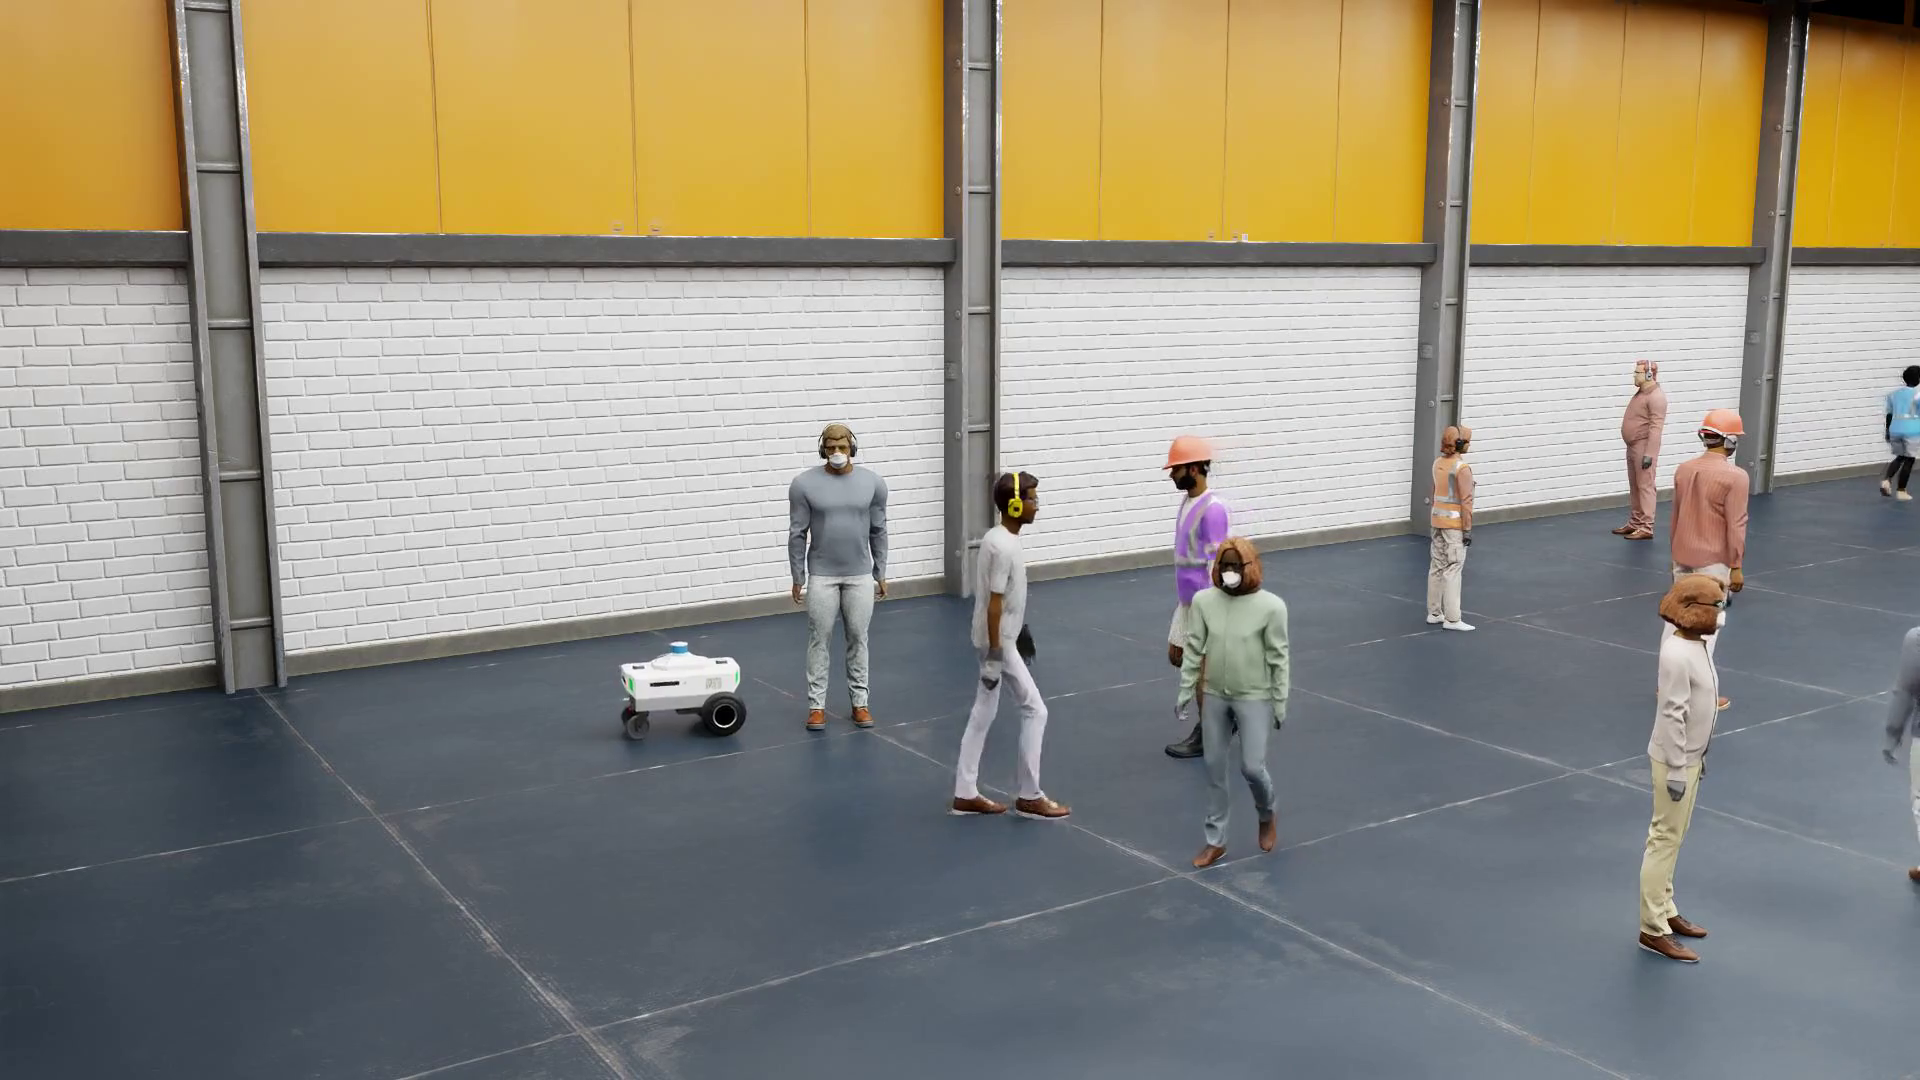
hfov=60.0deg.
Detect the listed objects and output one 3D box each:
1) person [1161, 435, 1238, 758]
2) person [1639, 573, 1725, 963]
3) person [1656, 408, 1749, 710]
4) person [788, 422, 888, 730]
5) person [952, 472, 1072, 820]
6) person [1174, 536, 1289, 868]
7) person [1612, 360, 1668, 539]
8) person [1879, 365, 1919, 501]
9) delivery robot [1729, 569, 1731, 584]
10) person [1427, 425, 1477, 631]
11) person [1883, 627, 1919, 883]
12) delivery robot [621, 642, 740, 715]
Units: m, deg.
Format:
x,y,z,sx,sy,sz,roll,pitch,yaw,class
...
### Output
x,y,z,sx,sy,sz,roll,pitch,yaw,class
1.472,0.333,9.867,0.572,1.915,0.604,-2,10,-9,person
3.069,0.942,7.056,0.287,1.634,0.497,6,11,31,person
4.948,0.118,11.007,0.441,1.981,0.628,-3,10,-15,person
-0.758,0.226,10.451,0.637,1.938,0.357,-2,10,-11,person
0.302,0.557,8.751,0.762,1.838,0.536,-1,10,-8,person
1.330,0.779,8.084,0.529,1.625,0.453,6,11,34,person
7.242,-0.961,17.704,0.409,1.909,0.642,0,9,3,person
11.664,-1.310,20.473,0.360,1.681,0.539,-4,10,-20,person
6.534,0.197,14.506,0.477,0.478,0.707,3,10,16,delivery robot
3.929,-0.097,13.296,0.308,1.641,0.515,-2,10,-14,person
4.441,0.891,7.459,0.515,1.605,0.761,1,9,6,person
-1.746,0.880,10.376,0.707,0.478,0.477,-3,10,-18,delivery robot
